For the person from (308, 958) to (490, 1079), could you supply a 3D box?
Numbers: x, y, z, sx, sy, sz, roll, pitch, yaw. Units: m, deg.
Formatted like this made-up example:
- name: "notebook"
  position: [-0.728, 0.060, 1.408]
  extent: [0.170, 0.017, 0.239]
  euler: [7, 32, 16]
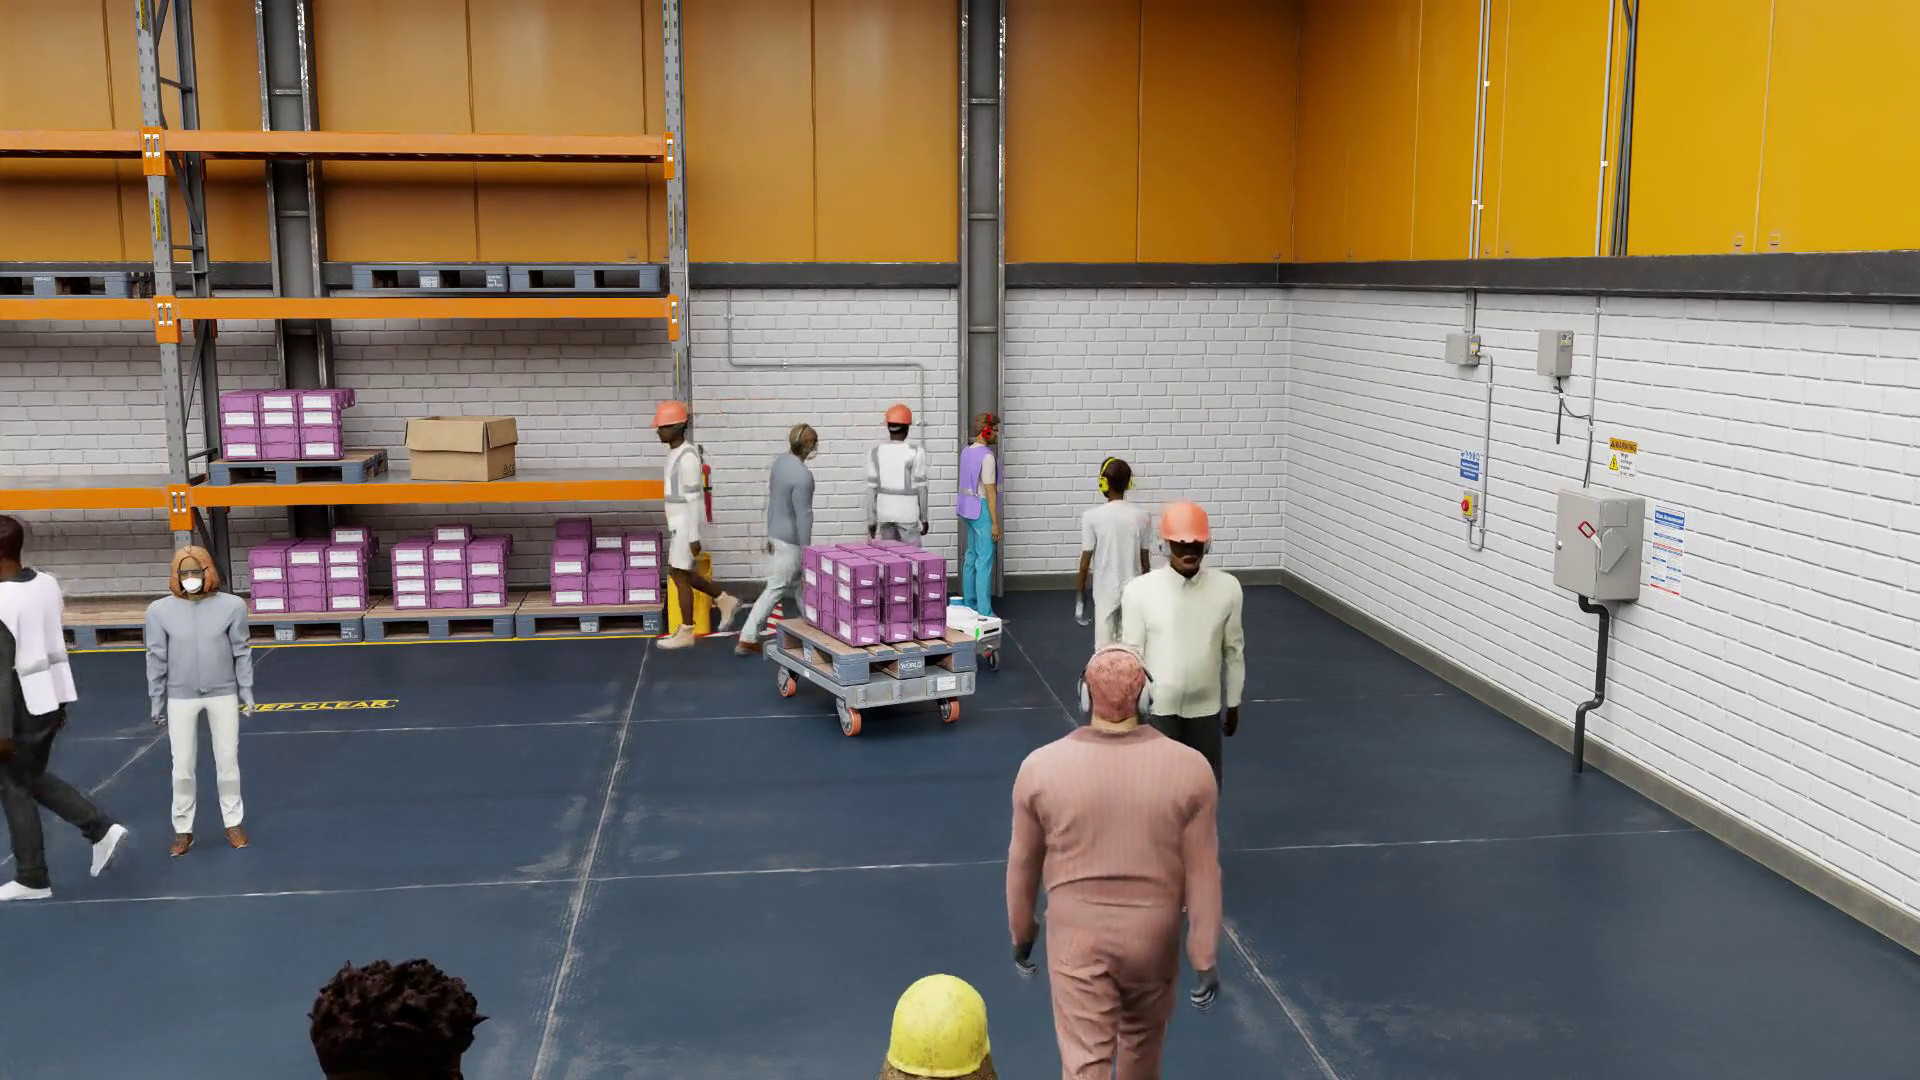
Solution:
- name: "person"
  position: [-0.935, 1.628, 2.720]
  extent: [0.390, 1.957, 0.608]
  euler: [-5, 10, -27]

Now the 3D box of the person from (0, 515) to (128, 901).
- name: "person"
  position: [-4.435, 0.822, 7.994]
  extent: [0.554, 1.876, 0.612]
  euler: [0, 9, -3]

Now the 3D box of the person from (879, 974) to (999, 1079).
- name: "person"
  position: [-0.042, 1.689, 3.176]
  extent: [0.503, 1.692, 0.913]
  euler: [1, 9, 6]

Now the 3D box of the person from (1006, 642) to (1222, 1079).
- name: "person"
  position: [0.488, 1.243, 5.409]
  extent: [0.675, 1.853, 0.996]
  euler: [0, 9, 3]

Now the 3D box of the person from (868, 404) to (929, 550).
- name: "person"
  position: [-0.559, -0.215, 14.374]
  extent: [0.540, 1.909, 0.735]
  euler: [4, 10, 22]

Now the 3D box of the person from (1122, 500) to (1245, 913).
- name: "person"
  position: [1.055, 0.766, 8.054]
  extent: [0.624, 1.980, 0.635]
  euler: [-1, 9, -8]

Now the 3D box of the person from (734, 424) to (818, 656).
- name: "person"
  position: [-1.358, 0.005, 13.159]
  extent: [0.981, 1.872, 0.692]
  euler: [-4, 10, -23]

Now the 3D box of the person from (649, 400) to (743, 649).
- name: "person"
  position: [-2.153, -0.127, 13.467]
  extent: [0.696, 2.025, 0.648]
  euler: [-3, 10, -20]

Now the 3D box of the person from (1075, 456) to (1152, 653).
- name: "person"
  position: [1.032, 0.383, 10.859]
  extent: [0.523, 1.847, 0.797]
  euler: [-3, 10, -18]

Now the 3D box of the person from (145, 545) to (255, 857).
- name: "person"
  position: [-3.964, 0.830, 8.705]
  extent: [0.507, 1.631, 0.266]
  euler: [-4, 10, -24]

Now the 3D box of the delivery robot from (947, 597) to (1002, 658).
- name: "delivery robot"
  position: [-0.027, 0.677, 12.726]
  extent: [0.707, 0.478, 0.477]
  euler: [8, 12, 39]

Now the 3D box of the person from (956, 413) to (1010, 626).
- name: "person"
  position: [0.177, -0.175, 14.342]
  extent: [0.390, 1.840, 0.565]
  euler: [-4, 10, -24]
